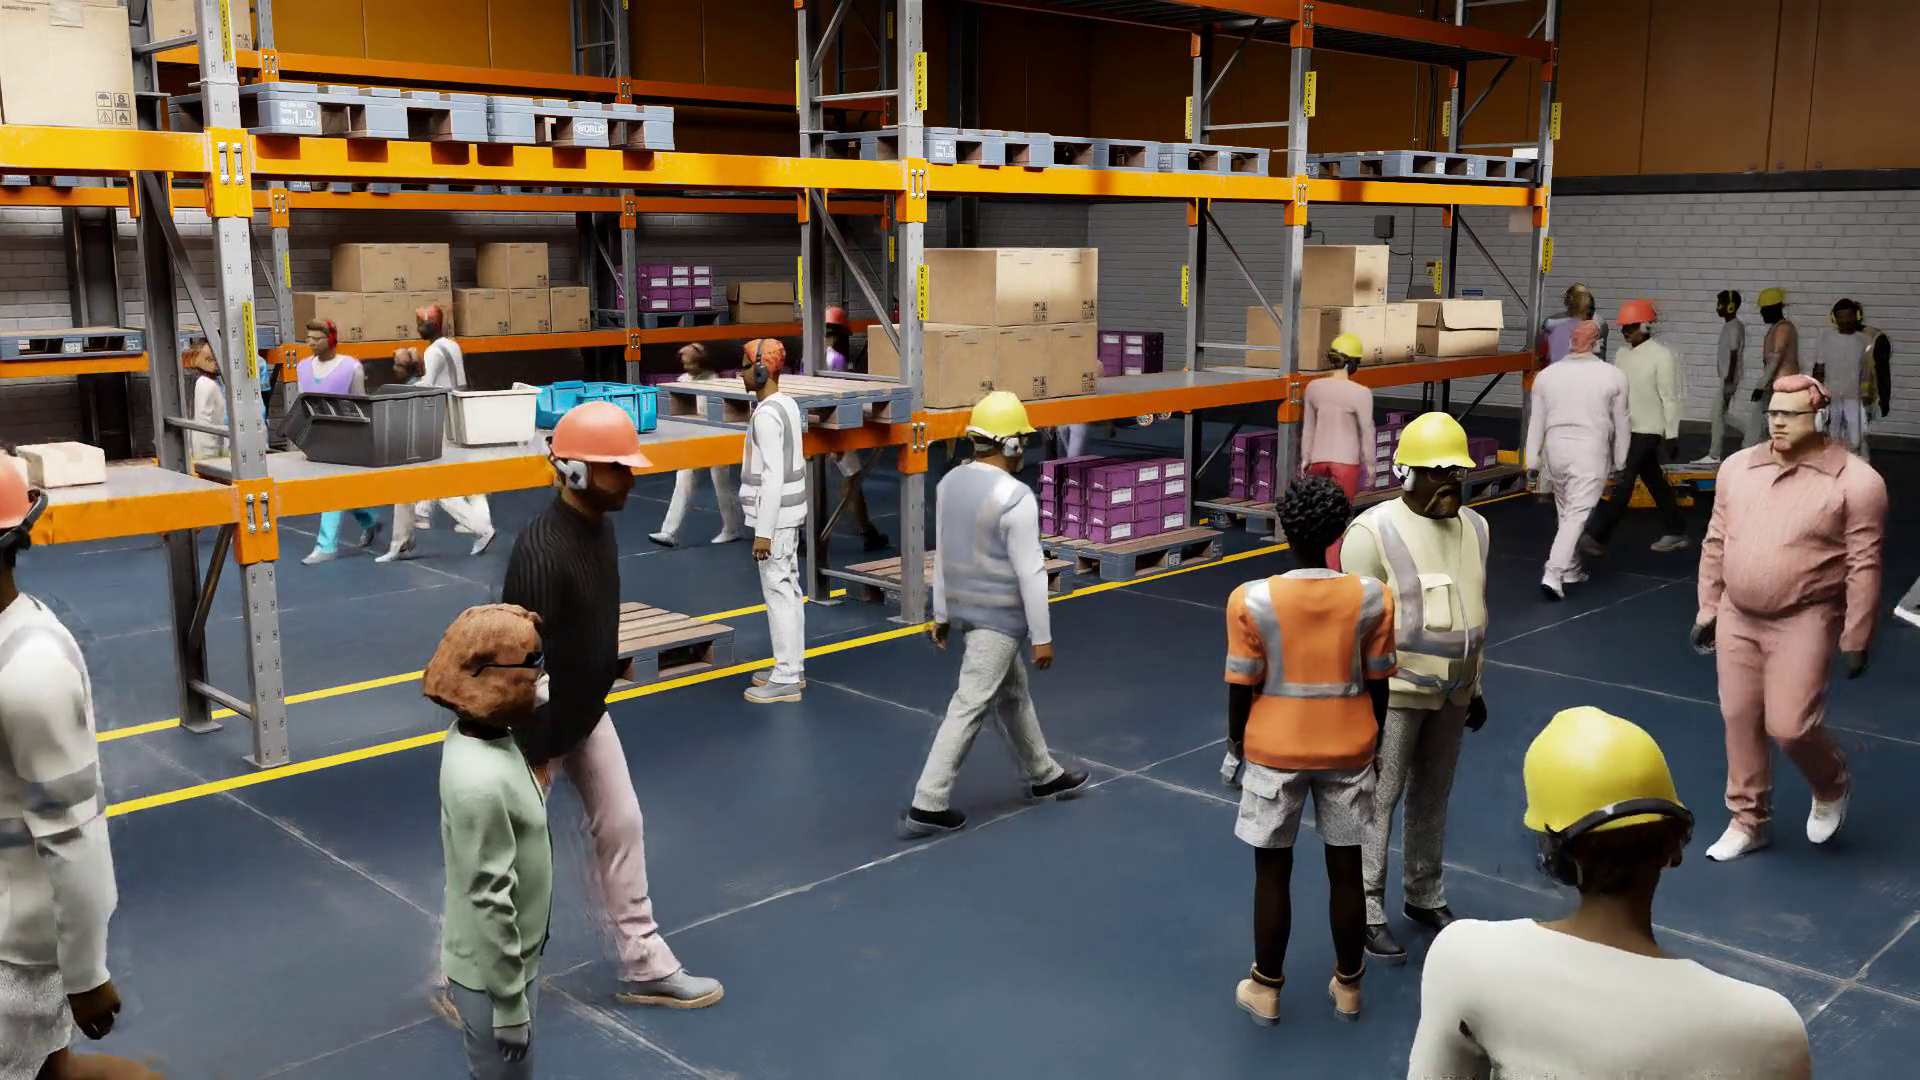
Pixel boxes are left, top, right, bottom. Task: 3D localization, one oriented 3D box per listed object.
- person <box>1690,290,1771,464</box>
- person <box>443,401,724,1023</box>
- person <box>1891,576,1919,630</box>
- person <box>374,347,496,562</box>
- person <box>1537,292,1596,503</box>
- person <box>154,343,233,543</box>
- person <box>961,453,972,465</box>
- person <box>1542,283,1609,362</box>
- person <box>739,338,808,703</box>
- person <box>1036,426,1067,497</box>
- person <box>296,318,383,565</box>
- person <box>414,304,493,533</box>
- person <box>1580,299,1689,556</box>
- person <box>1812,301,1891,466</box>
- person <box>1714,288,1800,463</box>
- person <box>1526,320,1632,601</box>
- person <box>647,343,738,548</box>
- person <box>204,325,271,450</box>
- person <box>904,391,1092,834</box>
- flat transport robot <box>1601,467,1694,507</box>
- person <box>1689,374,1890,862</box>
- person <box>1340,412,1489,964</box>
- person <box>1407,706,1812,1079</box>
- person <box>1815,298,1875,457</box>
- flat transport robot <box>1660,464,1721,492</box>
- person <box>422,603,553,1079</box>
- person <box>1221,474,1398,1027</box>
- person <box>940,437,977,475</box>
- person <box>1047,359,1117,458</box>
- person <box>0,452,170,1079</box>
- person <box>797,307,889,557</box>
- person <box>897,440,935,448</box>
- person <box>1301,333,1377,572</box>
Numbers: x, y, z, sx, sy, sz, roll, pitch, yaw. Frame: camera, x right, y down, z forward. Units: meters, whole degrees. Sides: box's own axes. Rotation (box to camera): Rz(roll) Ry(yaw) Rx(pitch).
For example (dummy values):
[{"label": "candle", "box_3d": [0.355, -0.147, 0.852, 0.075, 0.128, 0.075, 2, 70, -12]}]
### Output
[{"label": "person", "box_3d": [8.047, -1.665, 17.268, 0.662, 1.846, 0.498, 4, 11, 23]}, {"label": "person", "box_3d": [-1.228, 0.545, 5.029, 0.872, 1.929, 0.647, 2, 11, 12]}, {"label": "person", "box_3d": [6.176, -0.334, 9.914, 0.993, 1.884, 0.600, 6, 12, 31]}, {"label": "person", "box_3d": [-3.923, -0.641, 12.354, 0.826, 1.604, 0.524, -7, 12, -32]}, {"label": "person", "box_3d": [5.486, -1.272, 14.948, 0.591, 1.900, 0.653, -3, 11, -18]}, {"label": "person", "box_3d": [-5.873, -0.728, 12.823, 0.751, 1.593, 0.531, -3, 11, -14]}, {"label": "person", "box_3d": [0.268, -1.662, 17.253, 0.429, 1.844, 0.625, -9, 13, -39]}, {"label": "person", "box_3d": [5.986, -1.535, 16.294, 0.630, 1.940, 0.372, 3, 11, 15]}, {"label": "person", "box_3d": [-0.966, -0.099, 8.612, 0.342, 1.882, 0.579, 1, 10, 4]}, {"label": "person", "box_3d": [0.846, -1.211, 14.788, 0.324, 1.842, 0.514, -8, 13, -38]}, {"label": "person", "box_3d": [-4.675, -0.771, 12.494, 0.580, 1.811, 0.931, 4, 11, 21]}, {"label": "person", "box_3d": [-4.246, -0.967, 13.442, 0.923, 1.841, 0.607, 0, 10, -2]}, {"label": "person", "box_3d": [5.125, -0.841, 12.541, 1.061, 1.935, 0.612, -1, 10, -7]}, {"label": "person", "box_3d": [8.139, -1.276, 15.228, 0.442, 1.815, 0.656, -7, 13, -34]}, {"label": "person", "box_3d": [8.065, -1.562, 16.596, 0.931, 1.867, 0.620, 3, 11, 16]}, {"label": "person", "box_3d": [4.115, -0.538, 11.124, 1.014, 1.863, 0.625, -10, 14, -42]}, {"label": "person", "box_3d": [-2.031, -0.715, 12.763, 0.564, 1.582, 0.863, 8, 13, 36]}, {"label": "person", "box_3d": [-6.120, -1.014, 14.132, 0.534, 1.694, 0.320, -8, 13, -36]}, {"label": "person", "box_3d": [0.148, 0.290, 6.761, 0.953, 1.785, 0.609, -6, 12, -30]}, {"label": "flat transport robot", "box_3d": [6.006, -0.504, 15.224, 0.652, 0.197, 1.431, -2, 11, -9]}, {"label": "person", "box_3d": [3.160, 0.307, 6.382, 0.514, 1.891, 0.648, -7, 12, -32]}, {"label": "person", "box_3d": [1.540, 0.485, 5.566, 0.587, 1.833, 0.404, -6, 12, -28]}, {"label": "person", "box_3d": [0.936, 1.108, 2.422, 0.462, 1.745, 0.495, -7, 13, -35]}, {"label": "person", "box_3d": [7.984, -1.258, 15.044, 0.514, 1.846, 0.396, 3, 11, 18]}, {"label": "flat transport robot", "box_3d": [6.989, -0.579, 15.632, 1.431, 0.197, 0.652, -2, 11, -8]}, {"label": "person", "box_3d": [-0.996, 0.938, 3.643, 0.276, 1.632, 0.507, -3, 11, -15]}, {"label": "person", "box_3d": [1.052, 0.647, 5.054, 0.530, 1.697, 0.321, 0, 10, -2]}, {"label": "person", "box_3d": [0.039, -1.599, 16.674, 0.546, 1.927, 0.385, 2, 11, 11]}, {"label": "person", "box_3d": [1.032, -0.967, 13.783, 0.531, 1.726, 0.893, 10, 14, 44]}, {"label": "person", "box_3d": [-1.903, 0.767, 3.539, 0.815, 2.020, 0.612, -7, 13, -35]}, {"label": "person", "box_3d": [-1.000, -0.813, 12.555, 0.919, 1.875, 0.578, -8, 13, -36]}, {"label": "person", "box_3d": [-0.500, -1.938, 18.708, 0.429, 1.856, 0.560, -3, 11, -14]}, {"label": "person", "box_3d": [2.599, -0.531, 11.334, 0.467, 1.749, 0.544, -9, 14, -42]}]
